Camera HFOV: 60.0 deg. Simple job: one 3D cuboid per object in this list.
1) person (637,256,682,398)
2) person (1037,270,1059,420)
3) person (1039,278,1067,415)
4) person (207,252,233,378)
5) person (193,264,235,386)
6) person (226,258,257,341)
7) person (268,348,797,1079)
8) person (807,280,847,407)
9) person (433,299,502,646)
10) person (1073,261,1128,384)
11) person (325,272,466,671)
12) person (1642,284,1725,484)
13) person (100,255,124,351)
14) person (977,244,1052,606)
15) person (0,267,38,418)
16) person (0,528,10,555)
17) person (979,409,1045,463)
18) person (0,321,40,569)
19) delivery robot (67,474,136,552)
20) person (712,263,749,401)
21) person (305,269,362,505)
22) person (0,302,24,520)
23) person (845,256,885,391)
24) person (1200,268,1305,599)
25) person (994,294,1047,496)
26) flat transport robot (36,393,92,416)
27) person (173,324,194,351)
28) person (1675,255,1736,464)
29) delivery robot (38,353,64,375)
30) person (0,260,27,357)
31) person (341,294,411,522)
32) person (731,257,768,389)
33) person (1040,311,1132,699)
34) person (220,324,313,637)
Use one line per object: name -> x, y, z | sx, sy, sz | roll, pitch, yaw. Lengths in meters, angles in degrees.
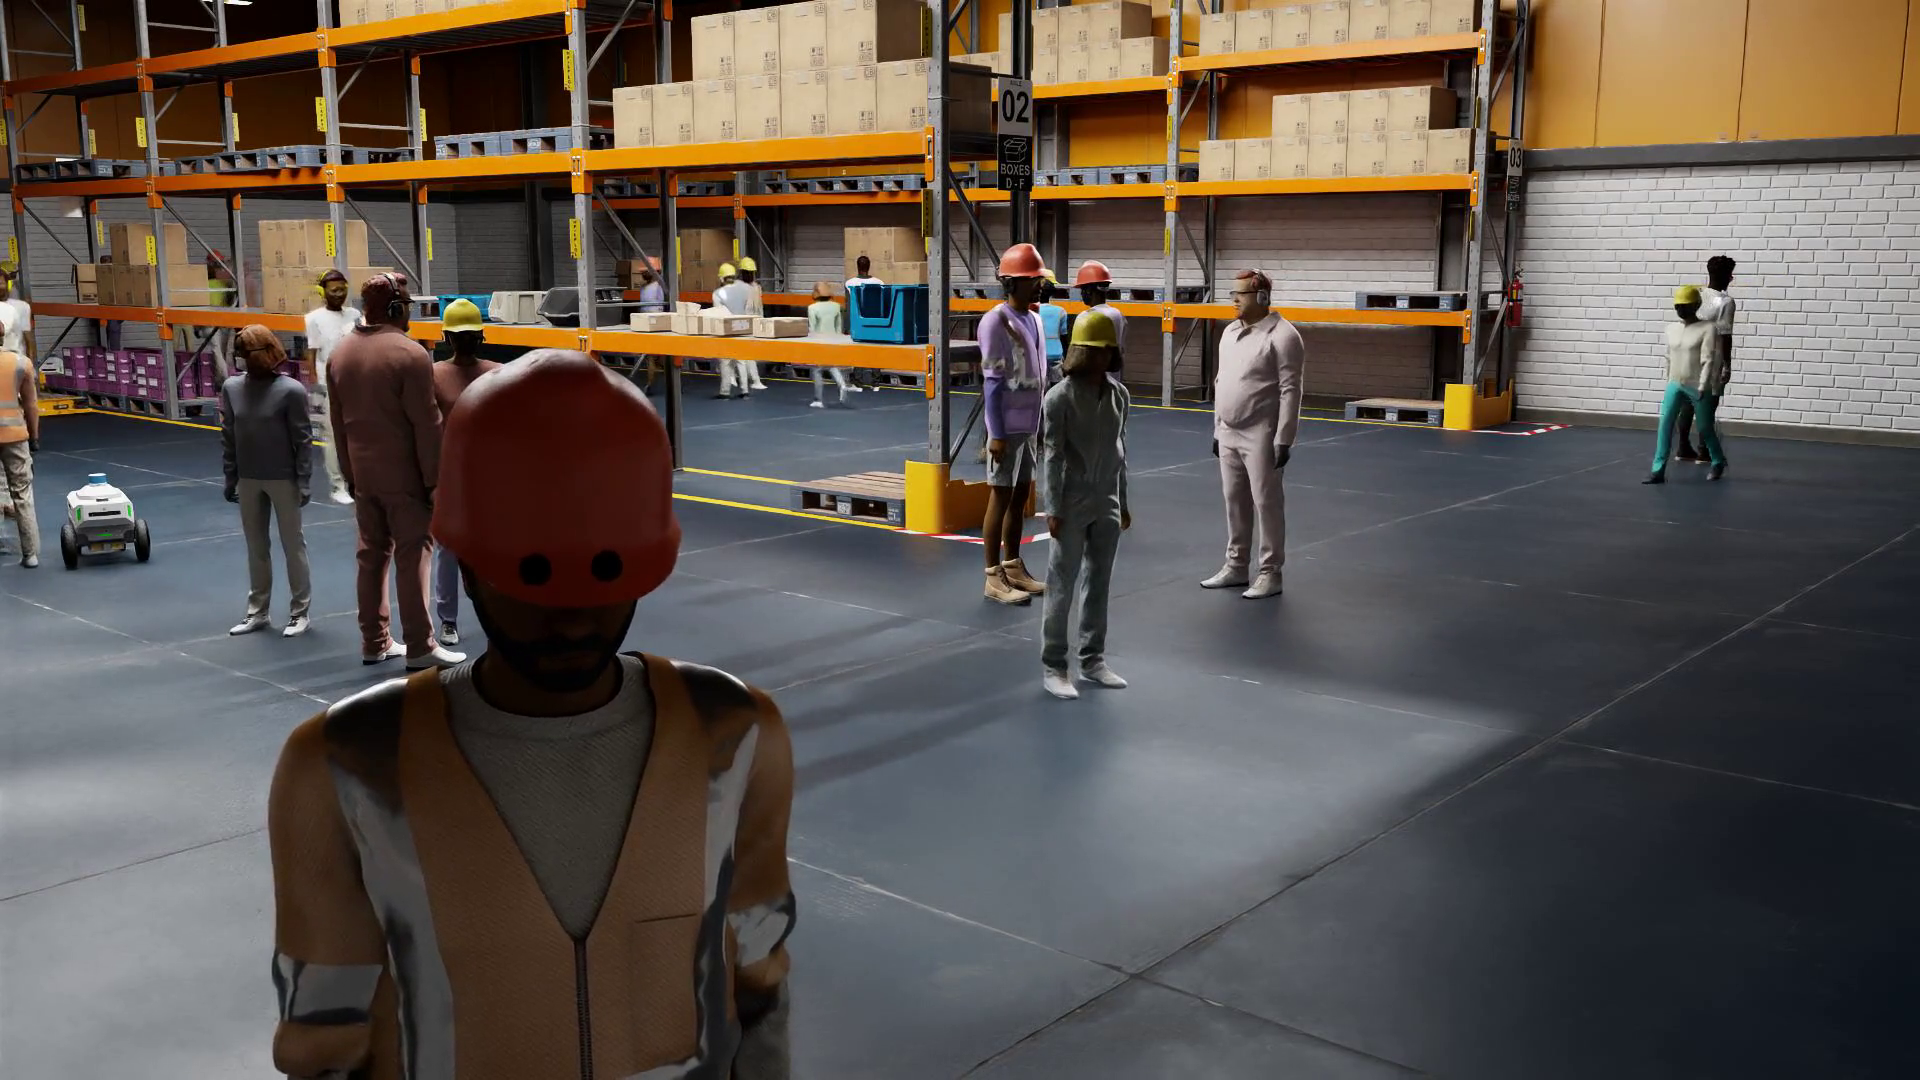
person -> -4.129, -2.897, 22.636 | 0.545, 1.919, 0.793 | 10, 14, 44
person -> 1.009, -2.307, 19.700 | 0.311, 1.768, 0.533 | -2, 10, -13
person -> 0.918, -1.984, 18.050 | 0.540, 1.697, 0.317 | -5, 11, -28
person -> -11.539, -3.486, 25.931 | 0.804, 1.978, 0.630 | 7, 12, 35
person -> -10.822, -3.112, 24.222 | 0.883, 1.804, 0.632 | 9, 13, 41
person -> -10.369, -3.155, 24.186 | 0.476, 1.888, 0.653 | -6, 11, -29
person -> -0.406, 0.766, 1.743 | 0.543, 1.928, 0.374 | -5, 11, -25
person -> -1.690, -2.470, 21.030 | 0.509, 1.618, 0.605 | -7, 12, -35
person -> -2.511, -0.348, 8.543 | 0.534, 1.767, 0.314 | -7, 12, -34
person -> 0.982, -1.066, 12.177 | 0.380, 1.929, 0.541 | 8, 13, 38
person -> -2.706, -0.323, 8.004 | 0.651, 1.907, 0.409 | 5, 11, 29
person -> 6.335, -1.350, 14.376 | 0.893, 1.724, 0.523 | -7, 12, -34
person -> -14.192, -3.793, 27.771 | 0.643, 1.905, 0.400 | 5, 11, 27
person -> 0.340, -0.659, 9.525 | 0.381, 2.045, 0.605 | 5, 11, 28
person -> -9.015, -1.653, 15.711 | 0.545, 1.856, 0.477 | -4, 11, -22
person -> -6.628, -0.778, 10.974 | 0.733, 1.788, 0.407 | 8, 13, 37
person -> 0.591, -1.525, 15.576 | 0.886, 1.649, 0.537 | 1, 10, 7
person -> -6.025, -0.606, 10.399 | 0.314, 1.636, 0.519 | 9, 14, 43
delivery robot -> -5.592, -0.188, 10.815 | 0.477, 0.478, 0.707 | -6, 12, -31
person -> -3.068, -2.759, 22.093 | 0.404, 1.830, 0.600 | 9, 14, 43
person -> -4.788, -1.177, 13.010 | 0.691, 1.849, 0.566 | 8, 13, 38
person -> -7.160, -1.077, 12.216 | 0.379, 1.937, 0.629 | 5, 11, 27
person -> -1.335, -3.055, 23.550 | 0.591, 1.912, 0.383 | -3, 11, -19
person -> 1.680, -0.616, 9.670 | 0.403, 1.906, 0.652 | -6, 12, -30
person -> 0.484, -1.247, 13.461 | 0.429, 1.846, 0.625 | 8, 13, 40
flat transport robot -> -11.252, -1.655, 20.239 | 1.431, 0.197, 0.652 | 7, 12, 35
person -> -12.064, -3.308, 25.776 | 0.502, 1.632, 0.279 | -4, 11, -24
person -> 7.043, -1.689, 15.637 | 0.372, 1.958, 0.601 | -3, 10, -17
delivery robot -> -12.668, -2.374, 23.260 | 0.477, 0.478, 0.707 | -3, 10, -17
person -> -14.412, -3.332, 25.343 | 0.403, 1.832, 0.594 | -4, 11, -19
person -> -4.304, -1.004, 12.202 | 0.549, 1.813, 0.893 | 0, 10, 2
person -> -3.116, -3.133, 24.041 | 0.886, 1.900, 0.594 | 8, 13, 38
person -> 0.590, -0.160, 7.538 | 0.492, 1.742, 0.319 | -7, 12, -37
person -> -3.611, -0.305, 8.676 | 0.500, 1.632, 0.286 | 2, 10, 12
